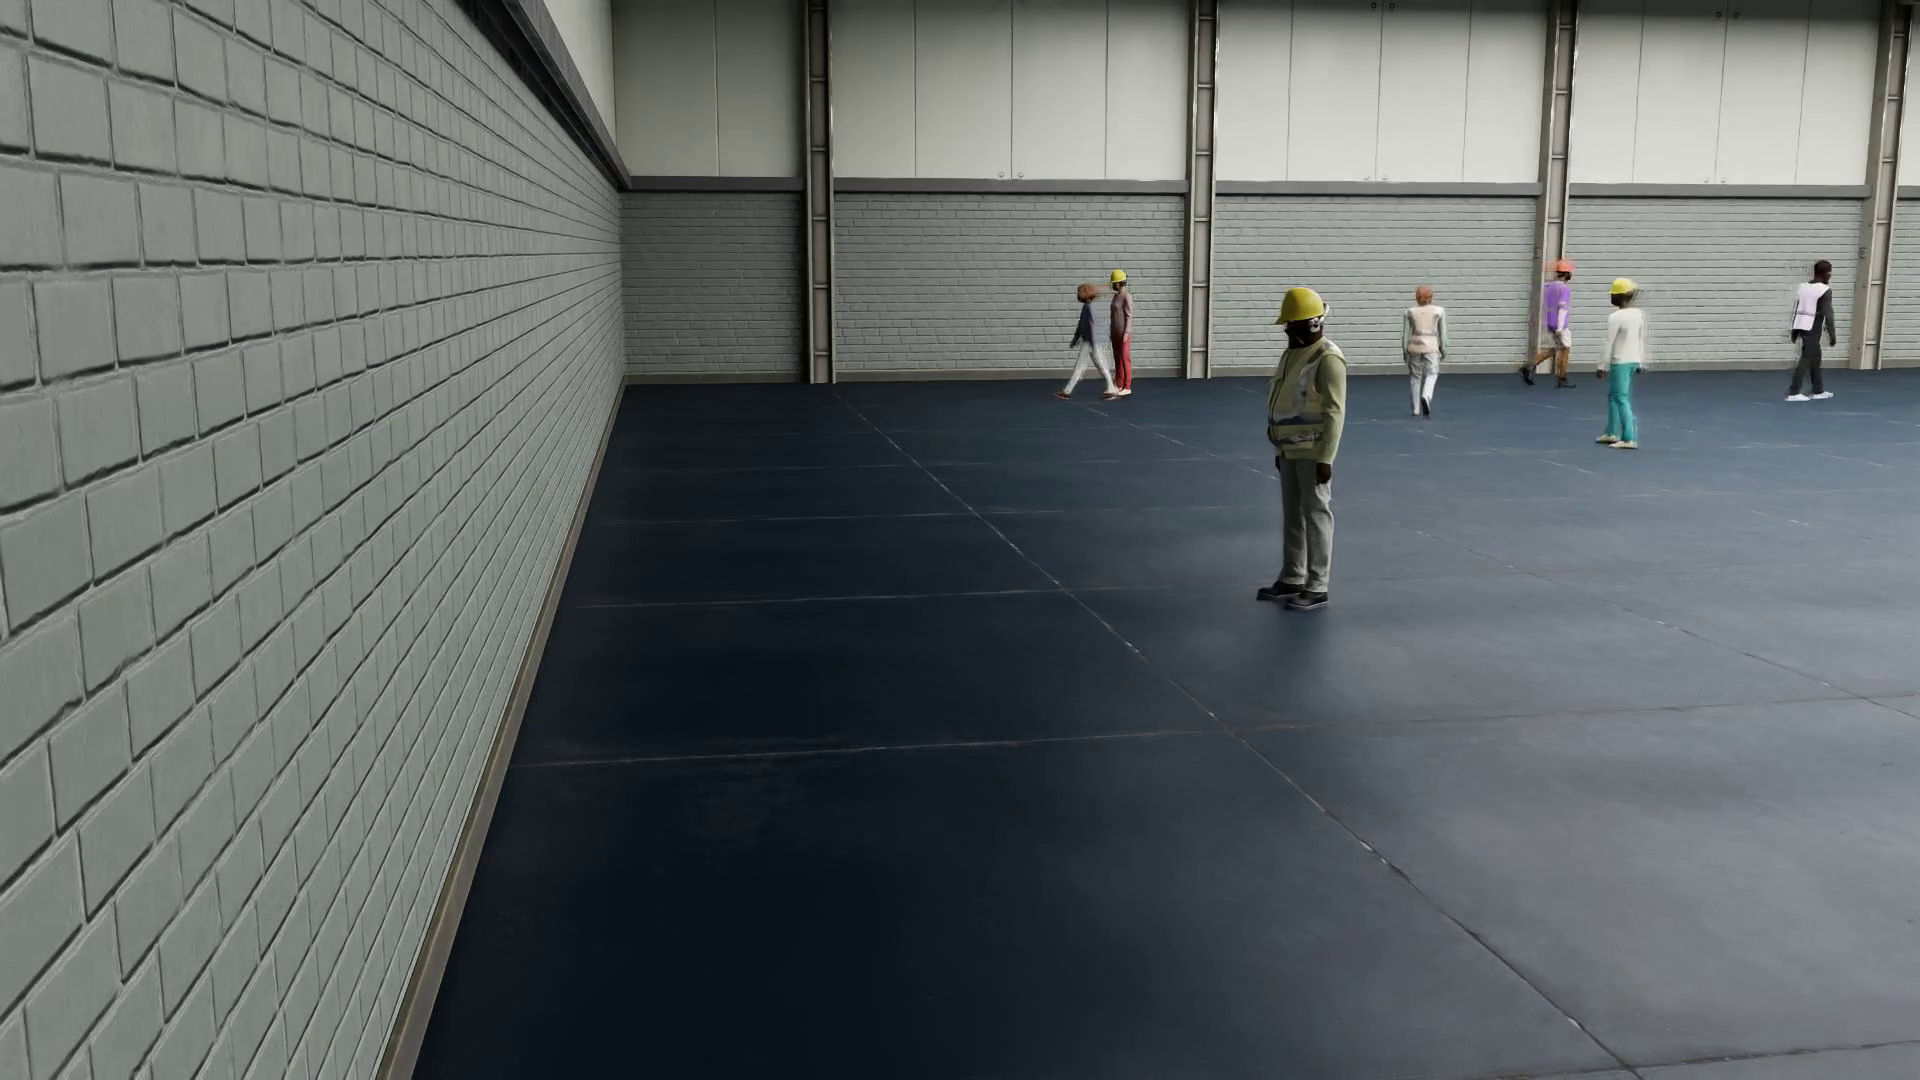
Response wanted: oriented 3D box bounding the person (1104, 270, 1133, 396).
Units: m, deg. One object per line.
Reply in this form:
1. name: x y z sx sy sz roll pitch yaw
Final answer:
1. person: 2.243 -2.912 23.422 0.327 1.760 0.523 -4 10 -20

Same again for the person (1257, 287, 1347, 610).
1. person: 1.947 -0.516 9.443 0.404 1.823 0.592 -3 10 -15

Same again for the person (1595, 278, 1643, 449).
1. person: 6.758 -1.817 17.173 0.539 1.739 0.697 -7 12 -36

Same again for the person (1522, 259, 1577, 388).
1. person: 8.761 -3.185 24.560 0.733 1.916 0.548 -2 10 -11

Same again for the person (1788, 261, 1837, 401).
1. person: 11.643 -2.818 22.491 0.857 1.883 0.635 -1 10 -5

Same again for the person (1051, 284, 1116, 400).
1. person: 1.710 -2.677 22.594 0.915 1.570 0.505 0 10 -1

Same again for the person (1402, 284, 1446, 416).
1. person: 5.659 -2.309 20.339 0.525 1.617 0.553 4 11 21
